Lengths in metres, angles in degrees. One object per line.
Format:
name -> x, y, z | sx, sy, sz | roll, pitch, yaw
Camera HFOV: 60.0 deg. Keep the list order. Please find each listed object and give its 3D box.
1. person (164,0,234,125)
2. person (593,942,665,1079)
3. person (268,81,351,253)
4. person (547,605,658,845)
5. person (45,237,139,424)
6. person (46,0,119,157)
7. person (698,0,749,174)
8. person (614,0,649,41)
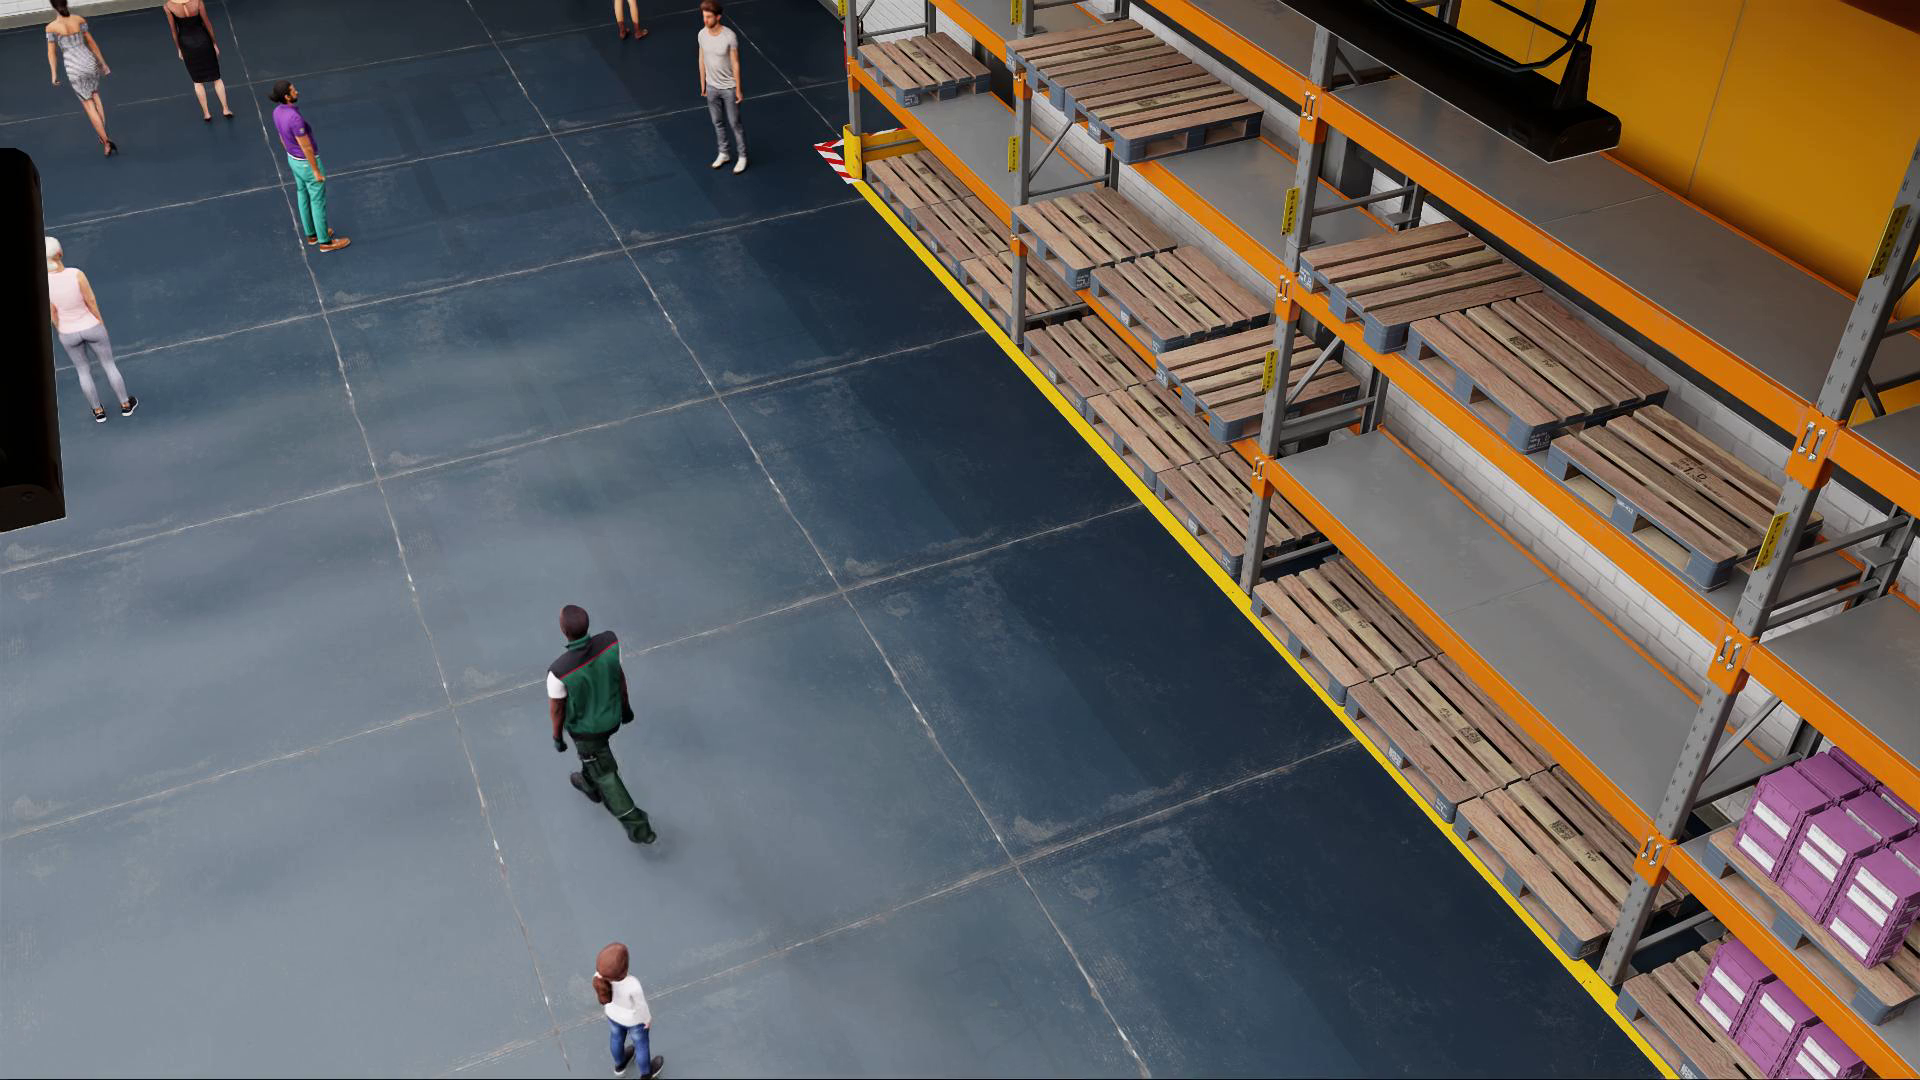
person -> -8.718, -5.621, 18.998 | 0.591, 1.748, 0.508 | -14, 41, -17
person -> -1.855, 2.607, 9.204 | 0.532, 1.112, 0.595 | 16, 41, 19
person -> -6.568, -3.749, 16.639 | 0.641, 1.767, 0.770 | 30, 47, 32
person -> -2.249, 1.182, 10.433 | 1.272, 1.806, 0.997 | 29, 47, 31
person -> -7.519, -1.794, 14.228 | 0.566, 1.721, 0.534 | -14, 41, -16
person -> -9.604, -5.104, 18.310 | 0.845, 1.799, 0.854 | 26, 45, 29
person -> -2.566, -4.936, 18.029 | 0.731, 1.887, 0.804 | 15, 41, 18
person -> -4.254, -7.174, 20.967 | 0.664, 1.718, 0.702 | 8, 39, 10
